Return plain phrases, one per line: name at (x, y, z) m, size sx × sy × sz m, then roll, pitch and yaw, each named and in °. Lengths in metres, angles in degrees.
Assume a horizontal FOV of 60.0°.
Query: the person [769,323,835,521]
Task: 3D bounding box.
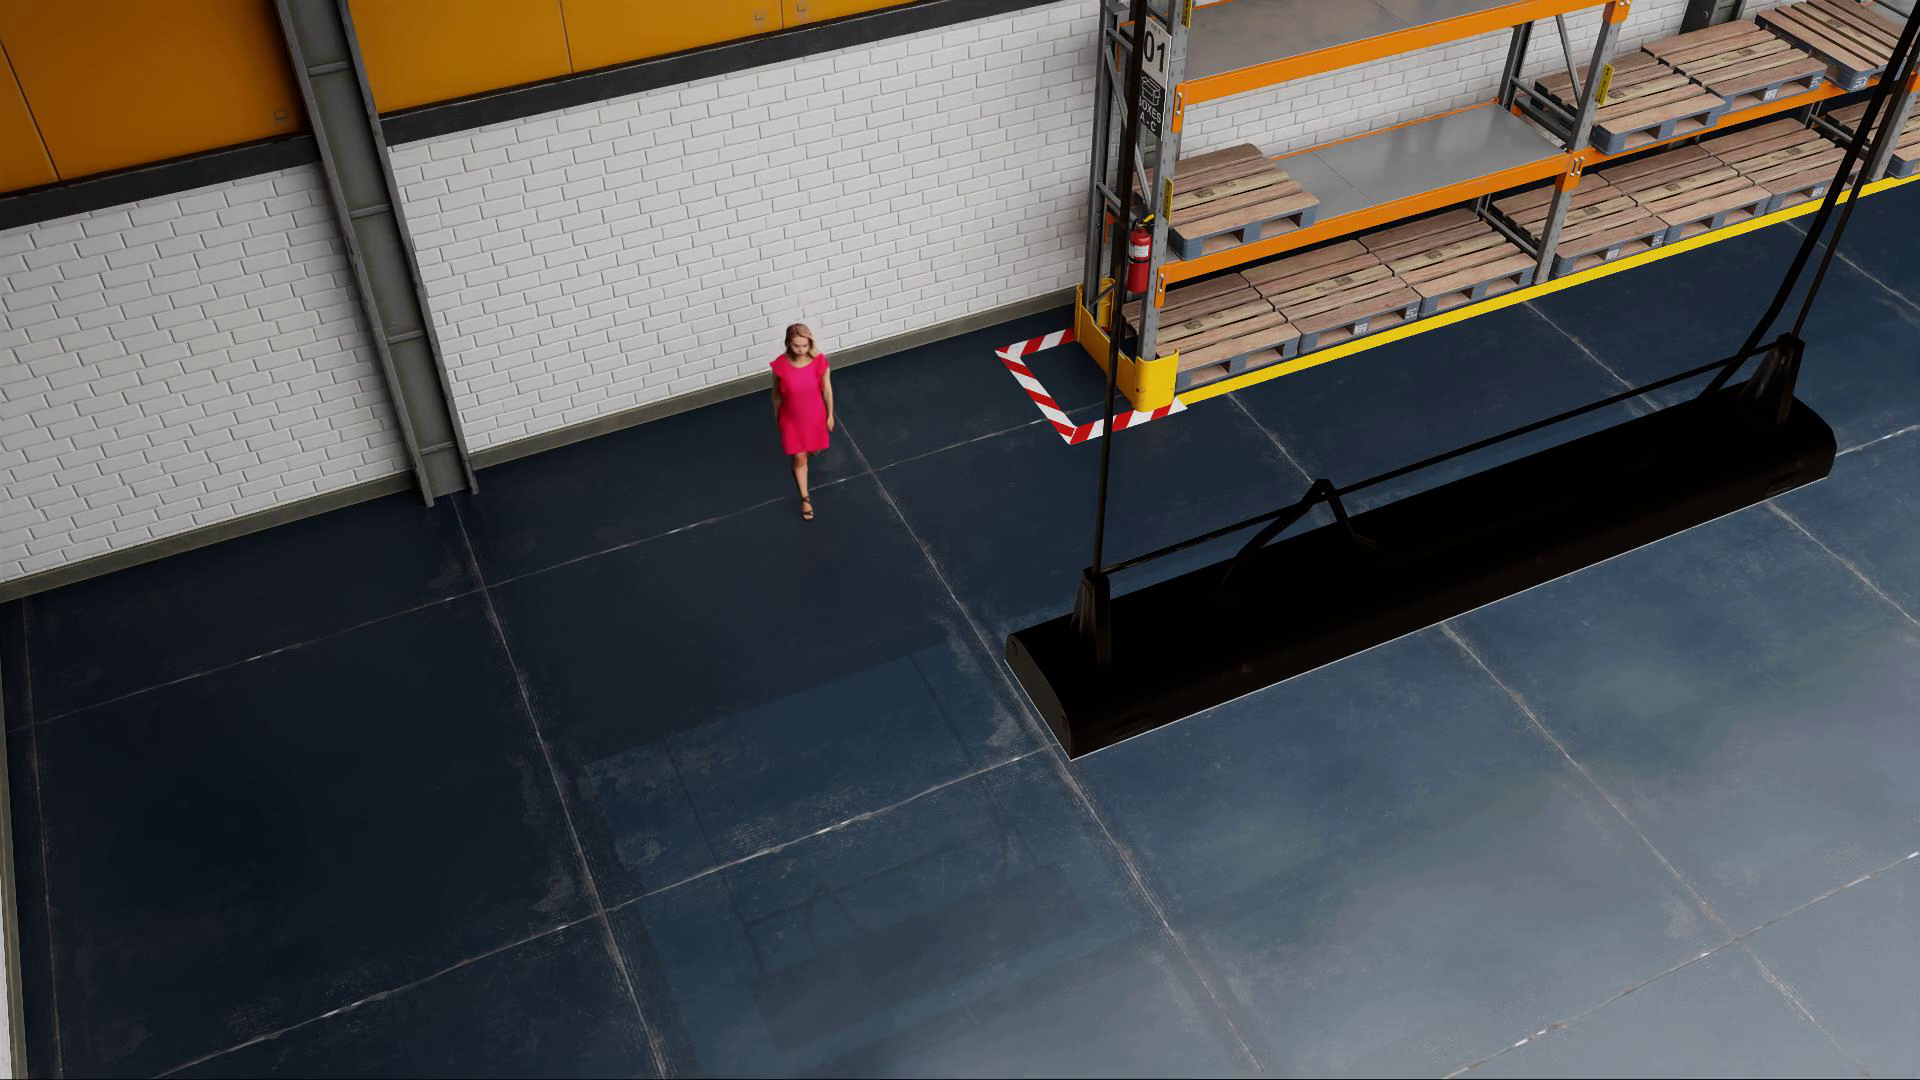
person at (-1.137, -0.948, 12.005) m, size 0.917 × 1.696 × 0.810 m, roll -4°, pitch 44°, yaw -4°
